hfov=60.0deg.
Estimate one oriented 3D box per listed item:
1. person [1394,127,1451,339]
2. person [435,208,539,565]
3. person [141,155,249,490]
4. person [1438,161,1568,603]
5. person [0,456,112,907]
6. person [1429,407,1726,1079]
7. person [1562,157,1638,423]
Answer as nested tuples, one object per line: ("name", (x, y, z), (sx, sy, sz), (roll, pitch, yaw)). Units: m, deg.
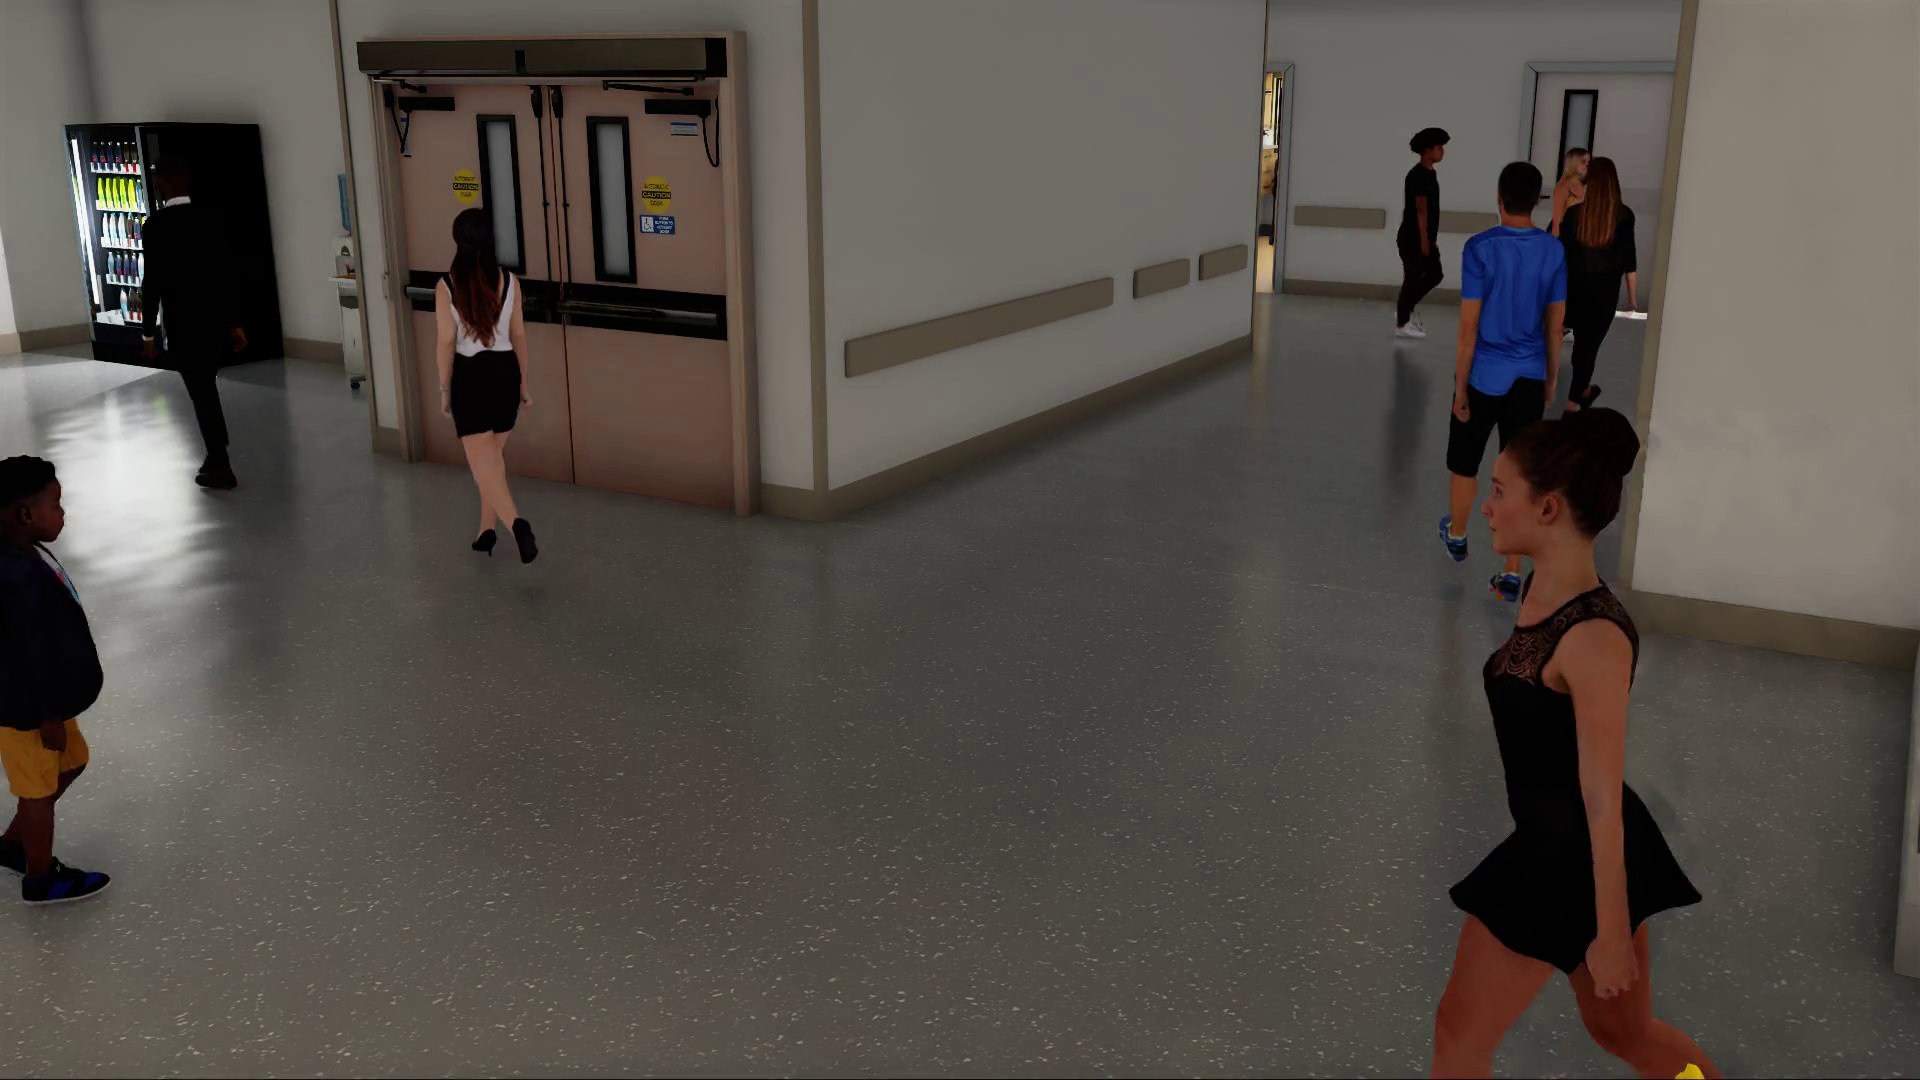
("person", (3.855, -2.625, 14.254), (0.619, 1.767, 0.614), (10, 18, 31))
("person", (-2.101, -0.633, 7.452), (0.837, 1.624, 1.103), (-11, 19, -35))
("person", (-4.064, -1.154, 8.985), (0.616, 1.793, 0.670), (9, 18, 29))
("person", (2.333, -0.622, 7.061), (1.249, 1.814, 1.073), (1, 16, 4))
("person", (-2.550, 0.405, 4.448), (0.714, 1.254, 0.643), (-10, 18, -31))
("person", (1.193, 0.614, 3.004), (1.179, 1.637, 0.833), (2, 16, 9))
("person", (4.002, -1.535, 10.577), (1.109, 1.663, 0.790), (12, 20, 37))
